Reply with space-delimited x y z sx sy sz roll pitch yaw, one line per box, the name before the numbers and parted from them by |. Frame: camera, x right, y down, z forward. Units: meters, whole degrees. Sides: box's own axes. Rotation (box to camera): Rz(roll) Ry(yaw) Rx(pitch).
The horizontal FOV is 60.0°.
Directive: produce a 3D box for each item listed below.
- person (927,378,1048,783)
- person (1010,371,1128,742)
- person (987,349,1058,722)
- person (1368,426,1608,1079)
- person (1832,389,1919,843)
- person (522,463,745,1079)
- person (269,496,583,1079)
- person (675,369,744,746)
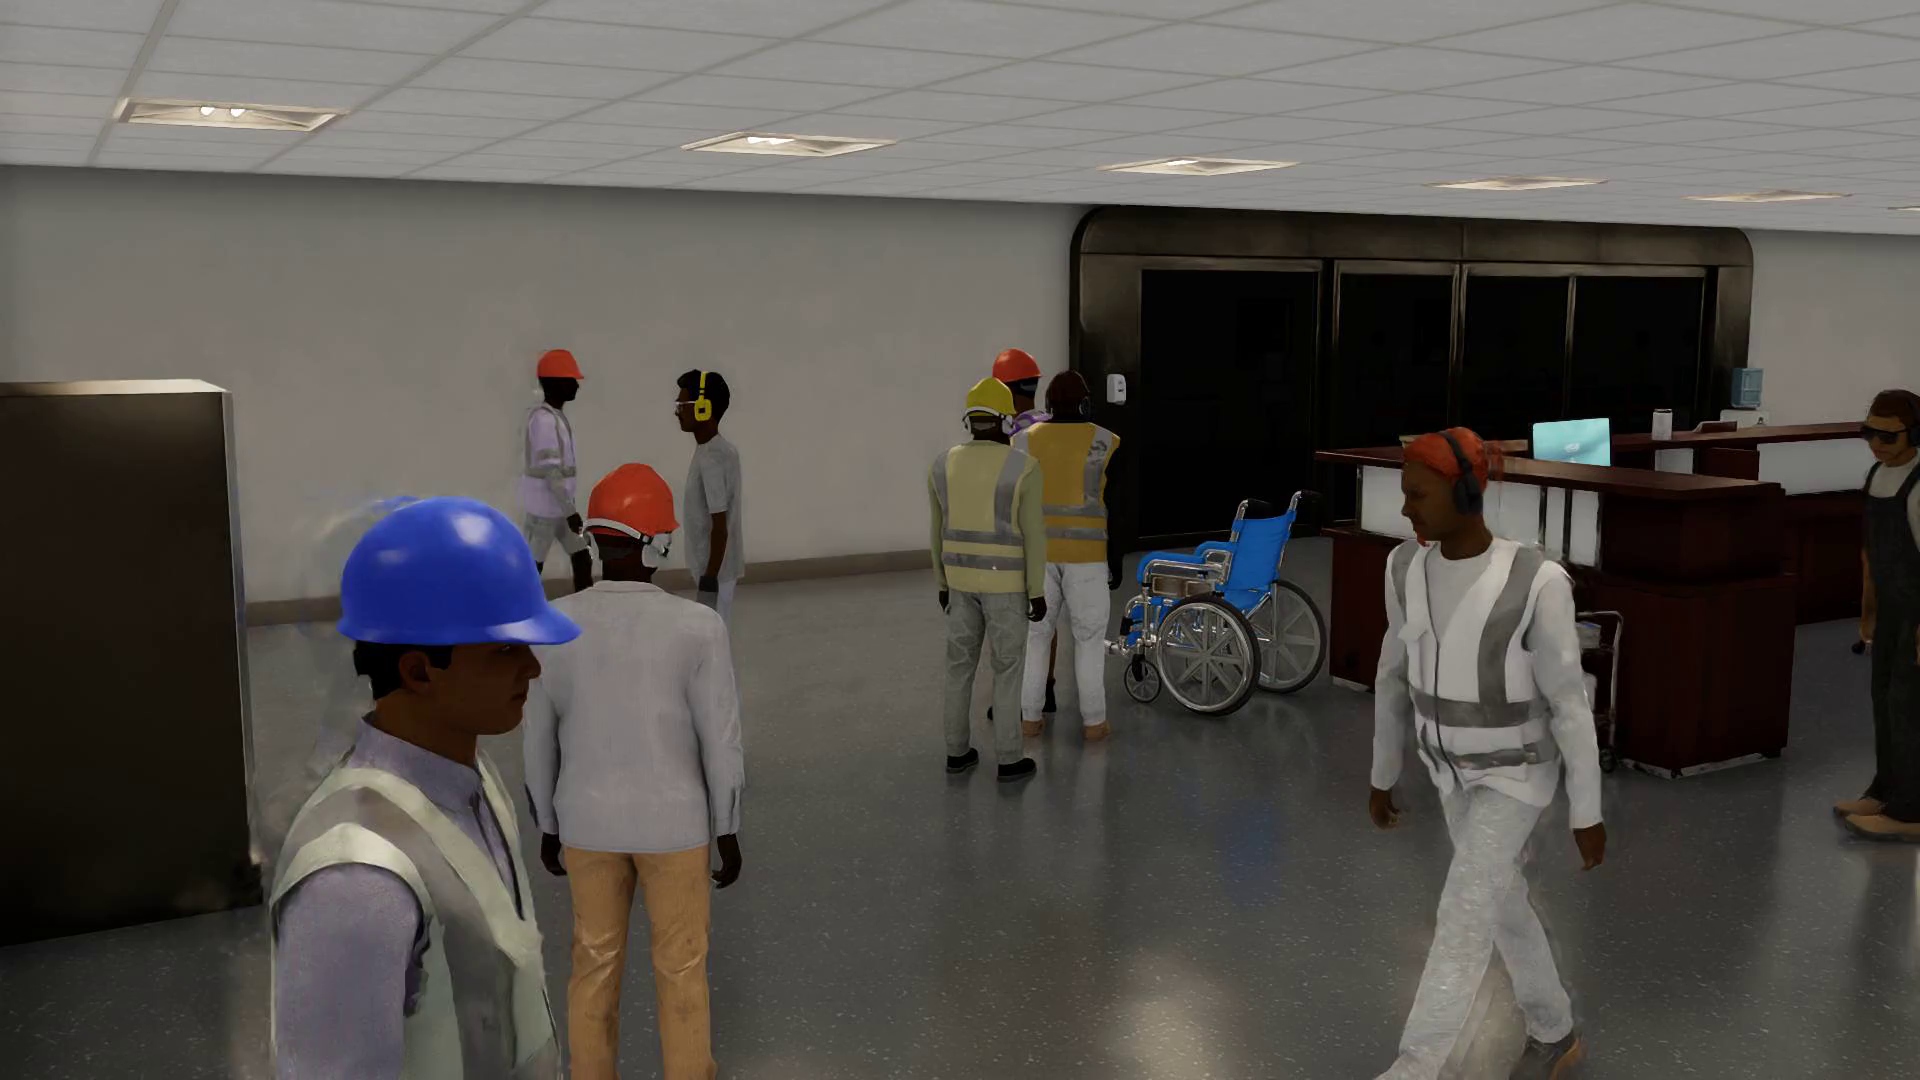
person | 0.137 0.179 7.578 0.592 1.826 0.404 5 9 31
person | 0.526 0.082 8.266 0.624 1.833 0.431 2 8 17
person | 0.316 -0.018 8.608 0.385 1.928 0.547 4 9 24
person | 1.344 0.627 4.299 1.010 1.821 0.617 -4 9 -26
person | 3.791 0.302 6.714 0.417 1.824 0.583 0 8 -1
person | -0.801 0.684 4.154 0.562 1.753 0.327 1 8 10
person | -0.684 0.881 2.234 0.994 1.895 0.630 -1 8 -8
person | -1.119 0.183 7.368 0.324 1.871 0.526 -1 8 -6
